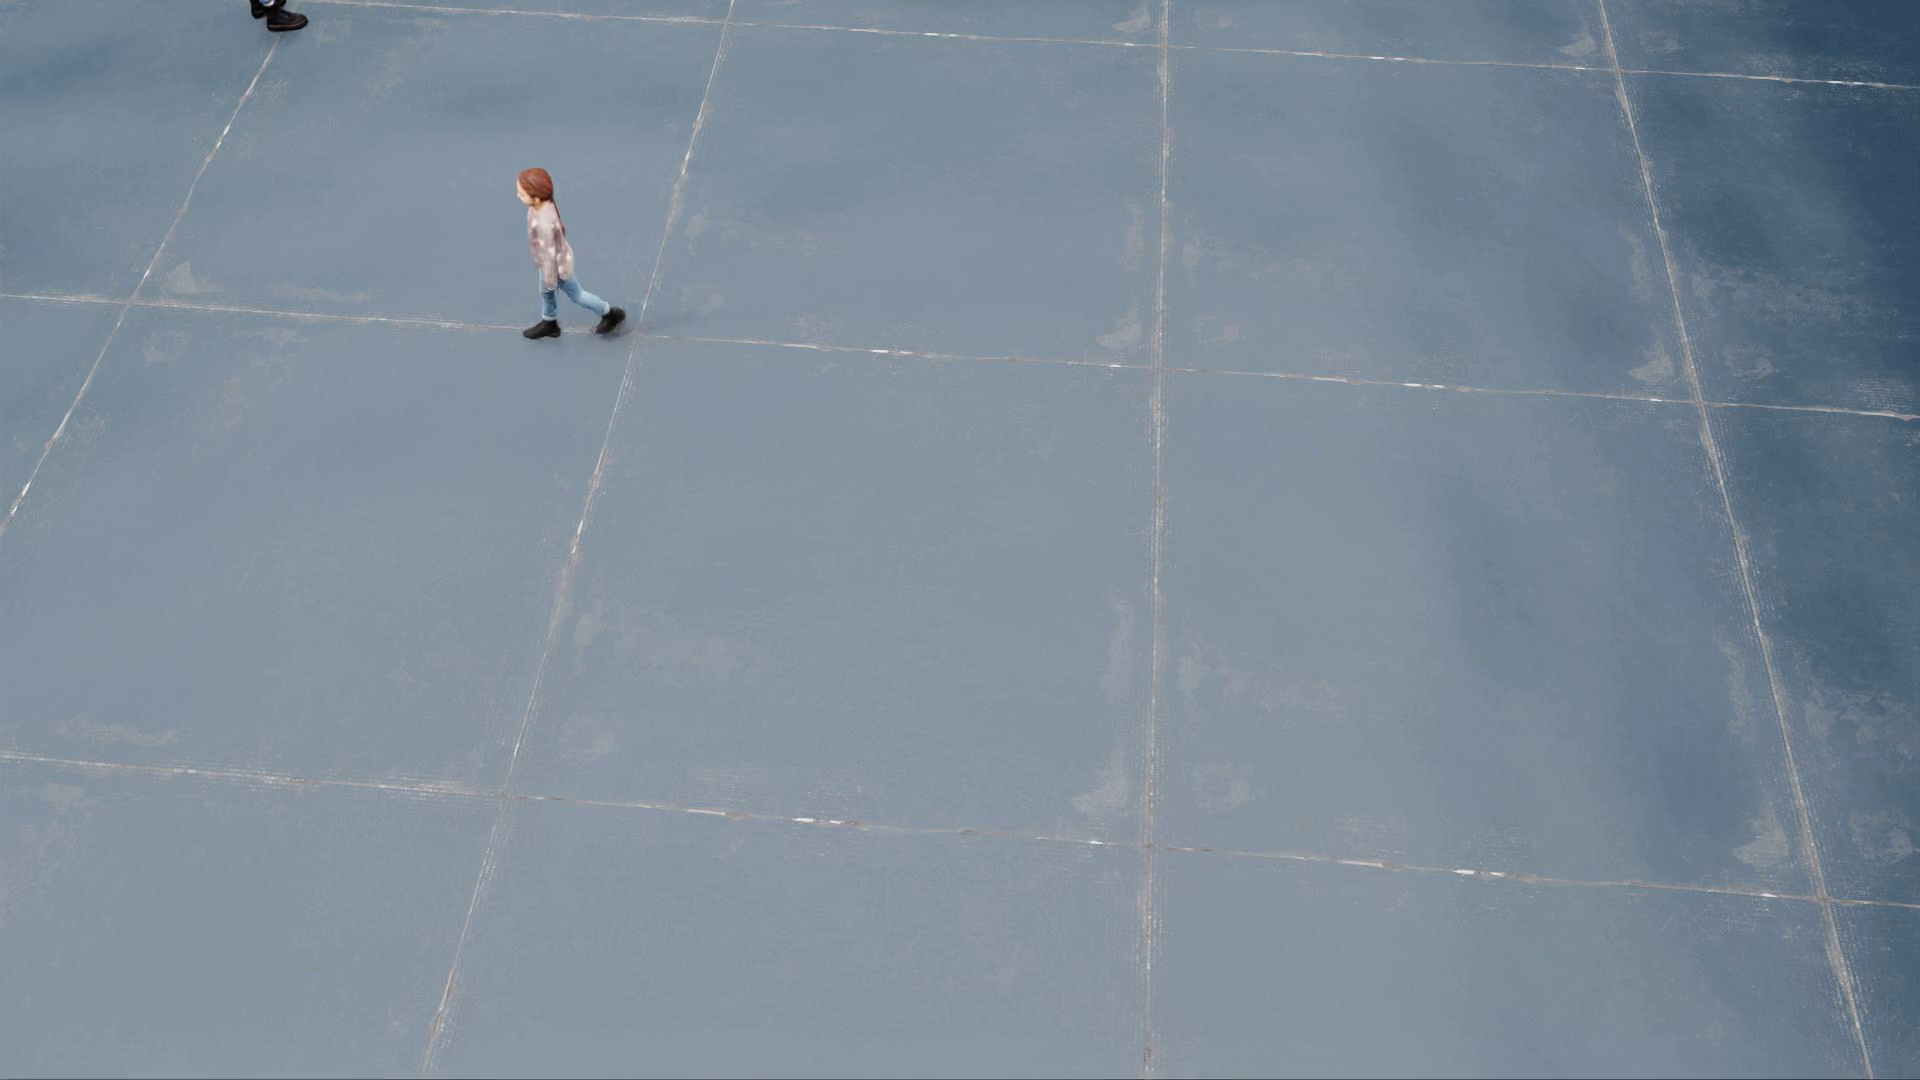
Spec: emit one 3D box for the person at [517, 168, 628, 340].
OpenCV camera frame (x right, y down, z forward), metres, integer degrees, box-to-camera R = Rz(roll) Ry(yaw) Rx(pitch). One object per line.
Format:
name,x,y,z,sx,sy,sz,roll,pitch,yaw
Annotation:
person,-2.160,-1.538,9.080,0.877,1.177,0.652,-11,53,-8
